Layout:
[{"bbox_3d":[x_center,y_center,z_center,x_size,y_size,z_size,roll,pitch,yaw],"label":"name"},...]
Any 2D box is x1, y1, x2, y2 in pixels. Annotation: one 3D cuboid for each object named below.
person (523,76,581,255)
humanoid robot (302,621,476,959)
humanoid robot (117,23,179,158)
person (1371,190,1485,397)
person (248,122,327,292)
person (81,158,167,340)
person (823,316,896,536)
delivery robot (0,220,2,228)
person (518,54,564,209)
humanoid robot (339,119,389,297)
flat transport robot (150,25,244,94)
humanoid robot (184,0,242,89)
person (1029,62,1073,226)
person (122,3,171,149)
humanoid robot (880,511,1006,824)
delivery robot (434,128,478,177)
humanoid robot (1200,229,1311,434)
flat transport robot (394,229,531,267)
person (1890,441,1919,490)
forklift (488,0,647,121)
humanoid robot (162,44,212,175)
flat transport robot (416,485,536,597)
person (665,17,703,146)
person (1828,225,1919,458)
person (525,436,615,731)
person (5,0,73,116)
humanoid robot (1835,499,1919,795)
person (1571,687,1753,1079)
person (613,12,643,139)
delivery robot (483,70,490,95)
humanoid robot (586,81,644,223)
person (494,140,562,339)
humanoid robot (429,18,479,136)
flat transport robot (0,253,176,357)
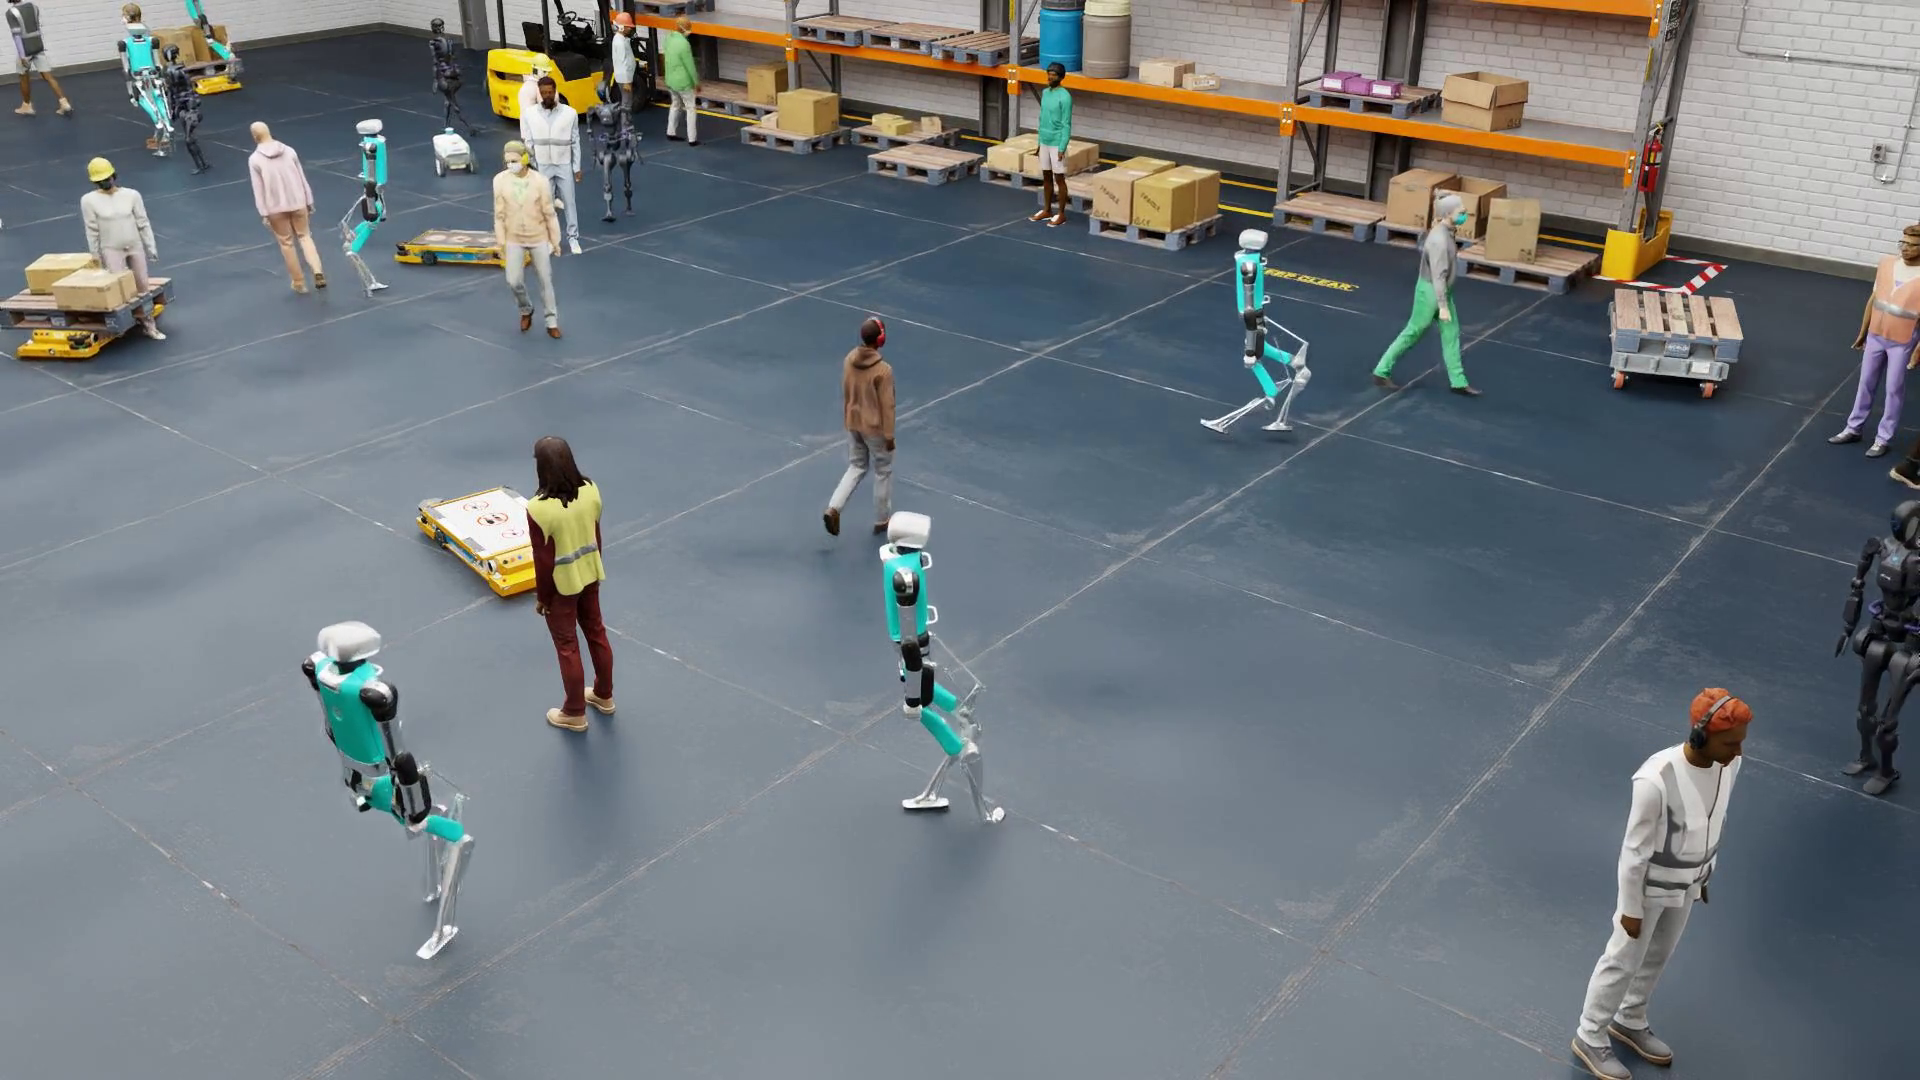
[{"bbox_3d":[-4.409,-4.072,18.108,0.592,1.919,0.392,-4,26,-9],"label":"person"},{"bbox_3d":[-2.477,1.091,7.654,0.544,1.800,0.818,17,31,31],"label":"humanoid robot"},{"bbox_3d":[-10.758,-5.892,22.203,0.545,1.896,0.683,-22,33,-37],"label":"humanoid robot"},{"bbox_3d":[4.055,-2.101,14.180,0.964,1.791,0.530,13,29,25],"label":"person"},{"bbox_3d":[-6.757,-3.314,16.722,0.580,1.752,0.527,-20,32,-35],"label":"person"},{"bbox_3d":[-7.756,-2.679,15.416,0.412,1.752,0.509,22,33,37],"label":"person"},{"bbox_3d":[-0.672,-0.756,11.556,0.483,1.632,0.591,19,31,33],"label":"person"},{"bbox_3d":[-11.459,-3.749,19.023,0.804,0.610,0.499,-4,26,-9],"label":"delivery robot"},{"bbox_3d":[-4.933,-4.813,19.709,0.426,1.860,0.807,11,28,21],"label":"person"},{"bbox_3d":[-6.061,-3.305,16.796,0.706,1.839,0.533,-3,26,-6],"label":"humanoid robot"},{"bbox_3d":[-12.412,-7.453,27.006,1.431,0.231,0.659,16,30,30],"label":"flat transport robot"},{"bbox_3d":[-11.961,-8.106,26.775,0.796,1.867,0.550,-18,31,-32],"label":"humanoid robot"},{"bbox_3d":[1.091,-4.584,19.243,0.397,1.854,0.494,-18,31,-33],"label":"person"},{"bbox_3d":[-11.185,-6.372,22.849,0.373,1.940,0.629,-11,28,-21],"label":"person"},{"bbox_3d":[-0.015,0.724,8.505,0.768,1.888,0.550,-2,26,-5],"label":"humanoid robot"},{"bbox_3d":[-6.628,-5.062,21.738,0.499,0.607,0.784,-12,28,-24],"label":"delivery robot"},{"bbox_3d":[2.444,-1.585,13.153,0.983,1.731,0.539,4,26,9],"label":"humanoid robot"},{"bbox_3d":[-5.365,-3.179,18.155,1.431,0.231,0.659,4,26,8],"label":"flat transport robot"},{"bbox_3d":[7.577,-1.260,12.315,0.978,1.899,0.694,3,26,5],"label":"person"},{"bbox_3d":[-5.874,-7.334,24.552,1.214,2.155,2.313,19,32,34],"label":"forklift"},{"bbox_3d":[-10.023,-5.587,21.527,0.589,1.636,0.467,16,30,30],"label":"humanoid robot"},{"bbox_3d":[-3.206,-0.021,11.615,0.659,0.231,1.431,-19,32,-34],"label":"flat transport robot"},{"bbox_3d":[-3.875,-6.345,23.019,0.412,1.742,0.616,-20,32,-35],"label":"person"},{"bbox_3d":[7.293,-1.560,12.988,0.391,1.846,0.563,-13,29,-25],"label":"person"},{"bbox_3d":[-2.182,0.250,9.329,0.378,1.768,0.469,17,31,32],"label":"person"},{"bbox_3d":[-13.843,-7.295,24.734,0.977,1.990,0.614,10,27,19],"label":"person"},{"bbox_3d":[4.957,0.552,8.815,0.344,1.649,0.608,-12,28,-23],"label":"humanoid robot"},{"bbox_3d":[2.887,1.411,6.811,0.569,1.875,0.361,-14,29,-26],"label":"person"},{"bbox_3d":[-4.681,-6.515,23.375,0.350,1.737,0.573,-5,26,-10],"label":"person"},{"bbox_3d":[-7.310,-7.424,26.639,0.499,0.614,0.815,2,26,3],"label":"delivery robot"},{"bbox_3d":[-4.003,-4.519,19.343,0.614,1.622,0.743,0,26,0],"label":"humanoid robot"},{"bbox_3d":[-4.026,-2.799,15.532,0.596,1.864,0.438,-4,26,-8],"label":"person"},{"bbox_3d":[-7.247,-6.556,23.617,0.798,1.644,0.615,7,27,15],"label":"humanoid robot"},{"bbox_3d":[-8.256,-2.052,15.820,0.659,0.231,1.431,2,26,4],"label":"flat transport robot"}]
